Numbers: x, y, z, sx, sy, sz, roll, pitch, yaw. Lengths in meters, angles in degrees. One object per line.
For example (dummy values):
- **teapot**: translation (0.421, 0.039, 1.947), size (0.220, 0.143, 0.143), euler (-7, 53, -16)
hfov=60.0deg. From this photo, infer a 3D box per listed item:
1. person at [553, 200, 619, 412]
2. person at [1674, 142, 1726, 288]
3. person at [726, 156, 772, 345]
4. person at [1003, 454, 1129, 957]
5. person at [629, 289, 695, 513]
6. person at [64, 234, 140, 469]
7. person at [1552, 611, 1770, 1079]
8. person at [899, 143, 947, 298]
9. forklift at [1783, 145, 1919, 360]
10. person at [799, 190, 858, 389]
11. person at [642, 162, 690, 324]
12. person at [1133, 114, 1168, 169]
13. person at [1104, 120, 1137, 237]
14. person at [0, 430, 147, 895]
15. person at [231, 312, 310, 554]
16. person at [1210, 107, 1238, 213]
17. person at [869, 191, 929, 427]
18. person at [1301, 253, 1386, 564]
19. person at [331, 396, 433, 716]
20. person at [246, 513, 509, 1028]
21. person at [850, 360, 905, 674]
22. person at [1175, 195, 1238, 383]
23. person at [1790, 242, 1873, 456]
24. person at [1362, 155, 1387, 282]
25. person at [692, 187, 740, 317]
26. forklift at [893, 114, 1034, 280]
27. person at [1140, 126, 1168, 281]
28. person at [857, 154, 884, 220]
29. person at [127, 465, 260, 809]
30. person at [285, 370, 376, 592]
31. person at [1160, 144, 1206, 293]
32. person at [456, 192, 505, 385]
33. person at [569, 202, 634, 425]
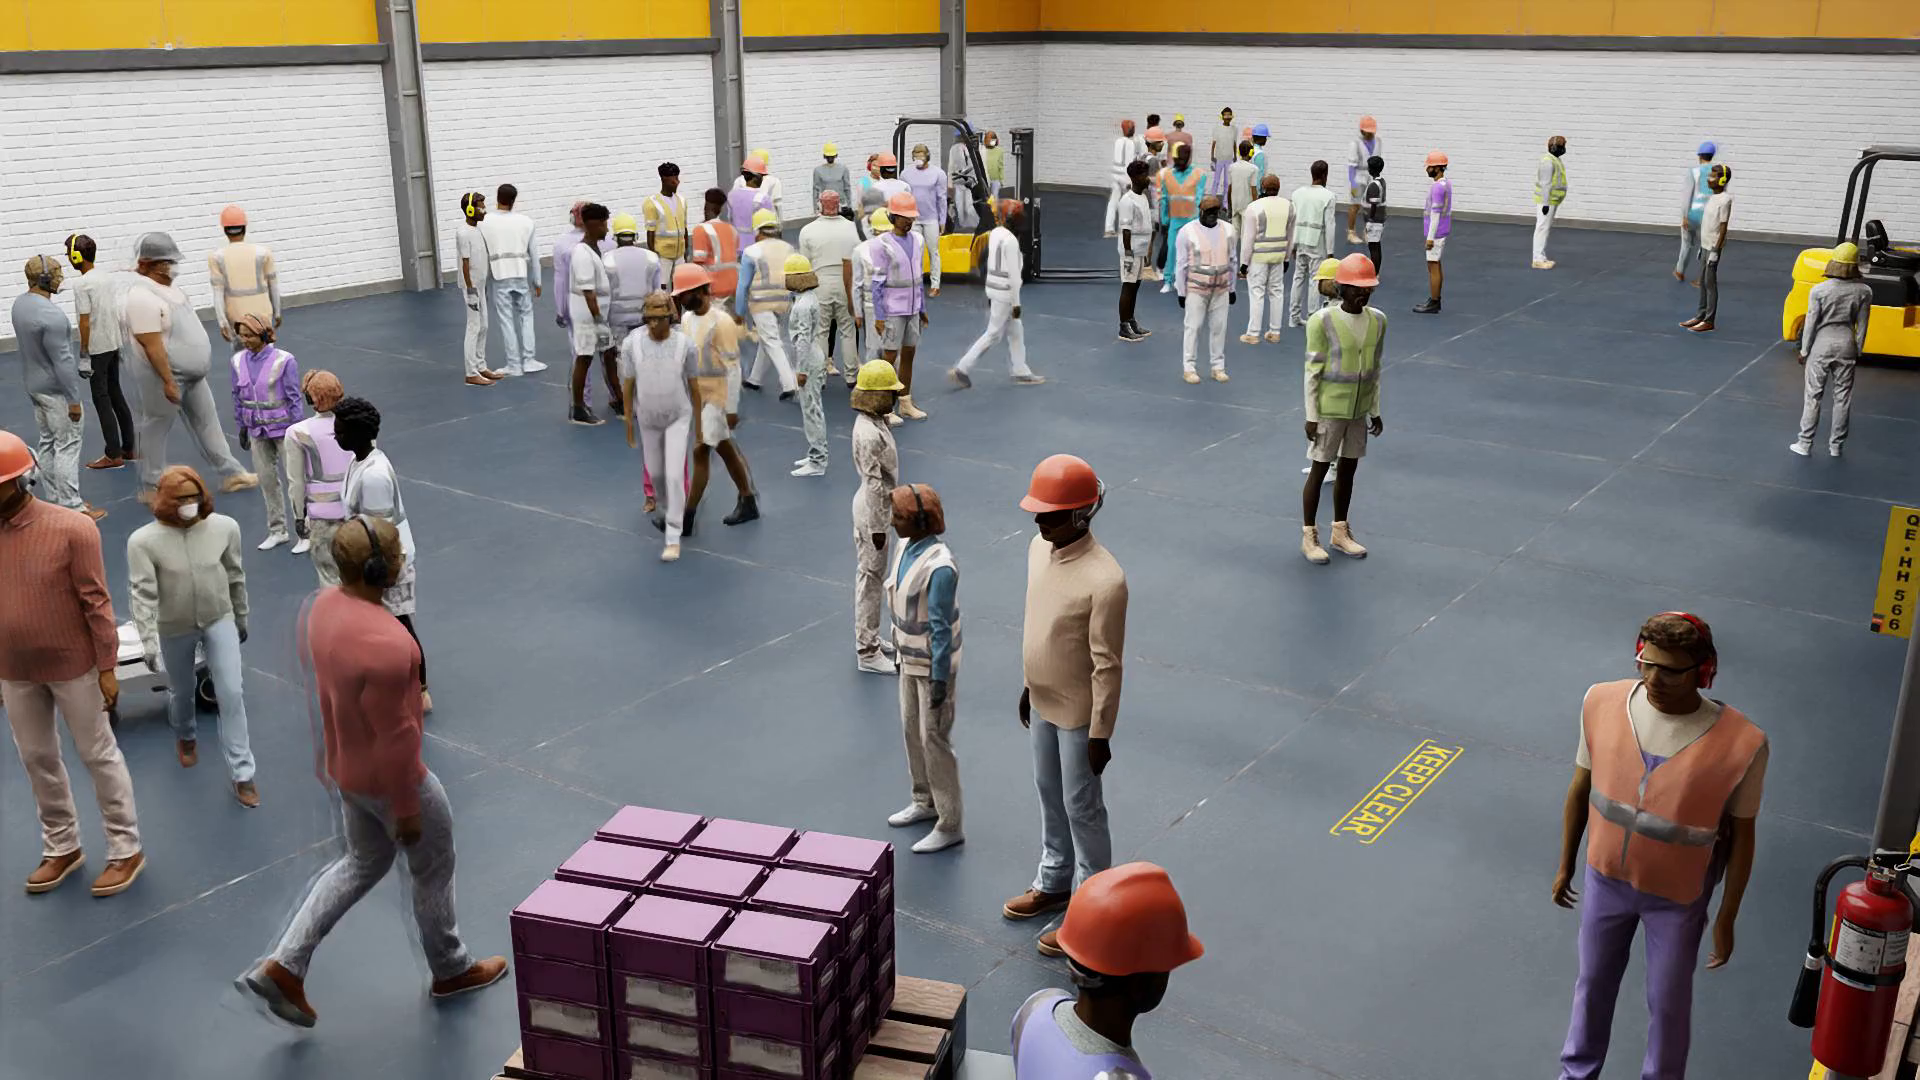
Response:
- **person**: translation (-3.366, -2.116, 15.093), size (0.651, 1.906, 0.403), euler (-10, 20, -29)
- **person**: translation (9.788, -4.293, 21.979), size (0.599, 1.871, 1.038), euler (0, 18, 1)
- **person**: translation (-2.245, -3.151, 18.136), size (0.614, 2.031, 0.403), euler (11, 21, 31)
- **person**: translation (0.401, 0.628, 6.388), size (0.399, 1.988, 0.616), euler (-8, 20, -25)
- **person**: translation (-2.138, -1.012, 12.079), size (0.503, 1.632, 0.271), euler (-5, 18, -15)
- **person**: translation (-6.857, -1.496, 13.244), size (0.344, 1.856, 0.526), euler (0, 18, 1)
- **person**: translation (2.159, 1.077, 5.208), size (0.571, 1.840, 0.373), euler (16, 24, 41)
- **person**: translation (-0.472, -4.049, 21.110), size (0.635, 1.929, 0.385), euler (5, 18, 16)
- **forklift**: translation (9.803, -2.879, 17.013), size (2.313, 2.155, 1.214), euler (12, 21, 33)
- **person**: translation (-1.231, -2.403, 16.014), size (0.646, 1.901, 0.394), euler (-4, 18, -12)
- **person**: translation (-3.195, -3.163, 18.286), size (0.380, 1.958, 0.604), euler (14, 22, 37)
- **person**: translation (3.085, -5.982, 27.206), size (0.615, 1.910, 1.045), euler (3, 18, 8)
- **person**: translation (2.736, -5.805, 26.741), size (0.951, 1.832, 0.606), euler (-8, 19, -24)
- **person**: translation (-3.733, 0.508, 6.771), size (0.626, 1.982, 0.408), euler (1, 18, 2)
- **person**: translation (-4.619, -0.718, 11.168), size (0.524, 1.631, 0.319), euler (5, 18, 14)
- **person**: translation (4.732, -6.790, 29.769), size (0.518, 1.874, 0.326), euler (-3, 18, -11)
- **person**: translation (-0.499, -2.022, 14.579), size (0.381, 2.040, 0.616), euler (16, 24, 41)
- **person**: translation (2.533, -0.861, 10.944), size (0.605, 2.045, 0.383), euler (-8, 19, -23)
- **person**: translation (-2.979, 0.091, 8.548), size (0.323, 1.690, 0.535), euler (-10, 20, -29)
- **person**: translation (-2.114, 0.837, 5.860), size (0.845, 1.915, 0.638), euler (-15, 23, -40)
- **person**: translation (-0.445, -0.135, 9.158), size (0.296, 1.743, 0.493), euler (-1, 18, -3)
- **person**: translation (2.408, -2.447, 16.260), size (0.636, 1.830, 0.429), euler (-5, 18, -15)
- **person**: translation (7.116, -1.550, 13.586), size (0.484, 1.745, 0.297), euler (3, 18, 10)
- **person**: translation (5.486, -4.232, 22.048), size (0.322, 1.698, 0.533), euler (8, 19, 23)
- **person**: translation (-2.297, -2.378, 15.860), size (0.407, 1.933, 0.668), euler (7, 19, 20)
- **forklift**: translation (-0.171, -4.594, 22.377), size (2.313, 2.155, 1.214), euler (1, 18, 3)
- **person**: translation (2.584, -4.515, 22.375), size (0.374, 2.044, 0.607), euler (-3, 18, -9)
- **person**: translation (-1.061, -3.861, 20.653), size (0.373, 1.839, 0.570), euler (13, 22, 36)
- **person**: translation (-3.579, 0.397, 7.755), size (0.505, 1.584, 0.868), euler (-12, 21, -33)
- **person**: translation (-3.505, -0.151, 9.397), size (0.514, 1.630, 0.318), euler (-13, 22, -36)
- **person**: translation (2.855, -4.115, 21.359), size (0.627, 1.907, 0.443), euler (8, 19, 24)
- **person**: translation (-4.706, -2.440, 16.187), size (0.321, 1.860, 0.517), euler (1, 18, 2)
- **person**: translation (-3.083, -1.958, 14.571), size (0.861, 1.930, 0.684), euler (1, 18, 2)
